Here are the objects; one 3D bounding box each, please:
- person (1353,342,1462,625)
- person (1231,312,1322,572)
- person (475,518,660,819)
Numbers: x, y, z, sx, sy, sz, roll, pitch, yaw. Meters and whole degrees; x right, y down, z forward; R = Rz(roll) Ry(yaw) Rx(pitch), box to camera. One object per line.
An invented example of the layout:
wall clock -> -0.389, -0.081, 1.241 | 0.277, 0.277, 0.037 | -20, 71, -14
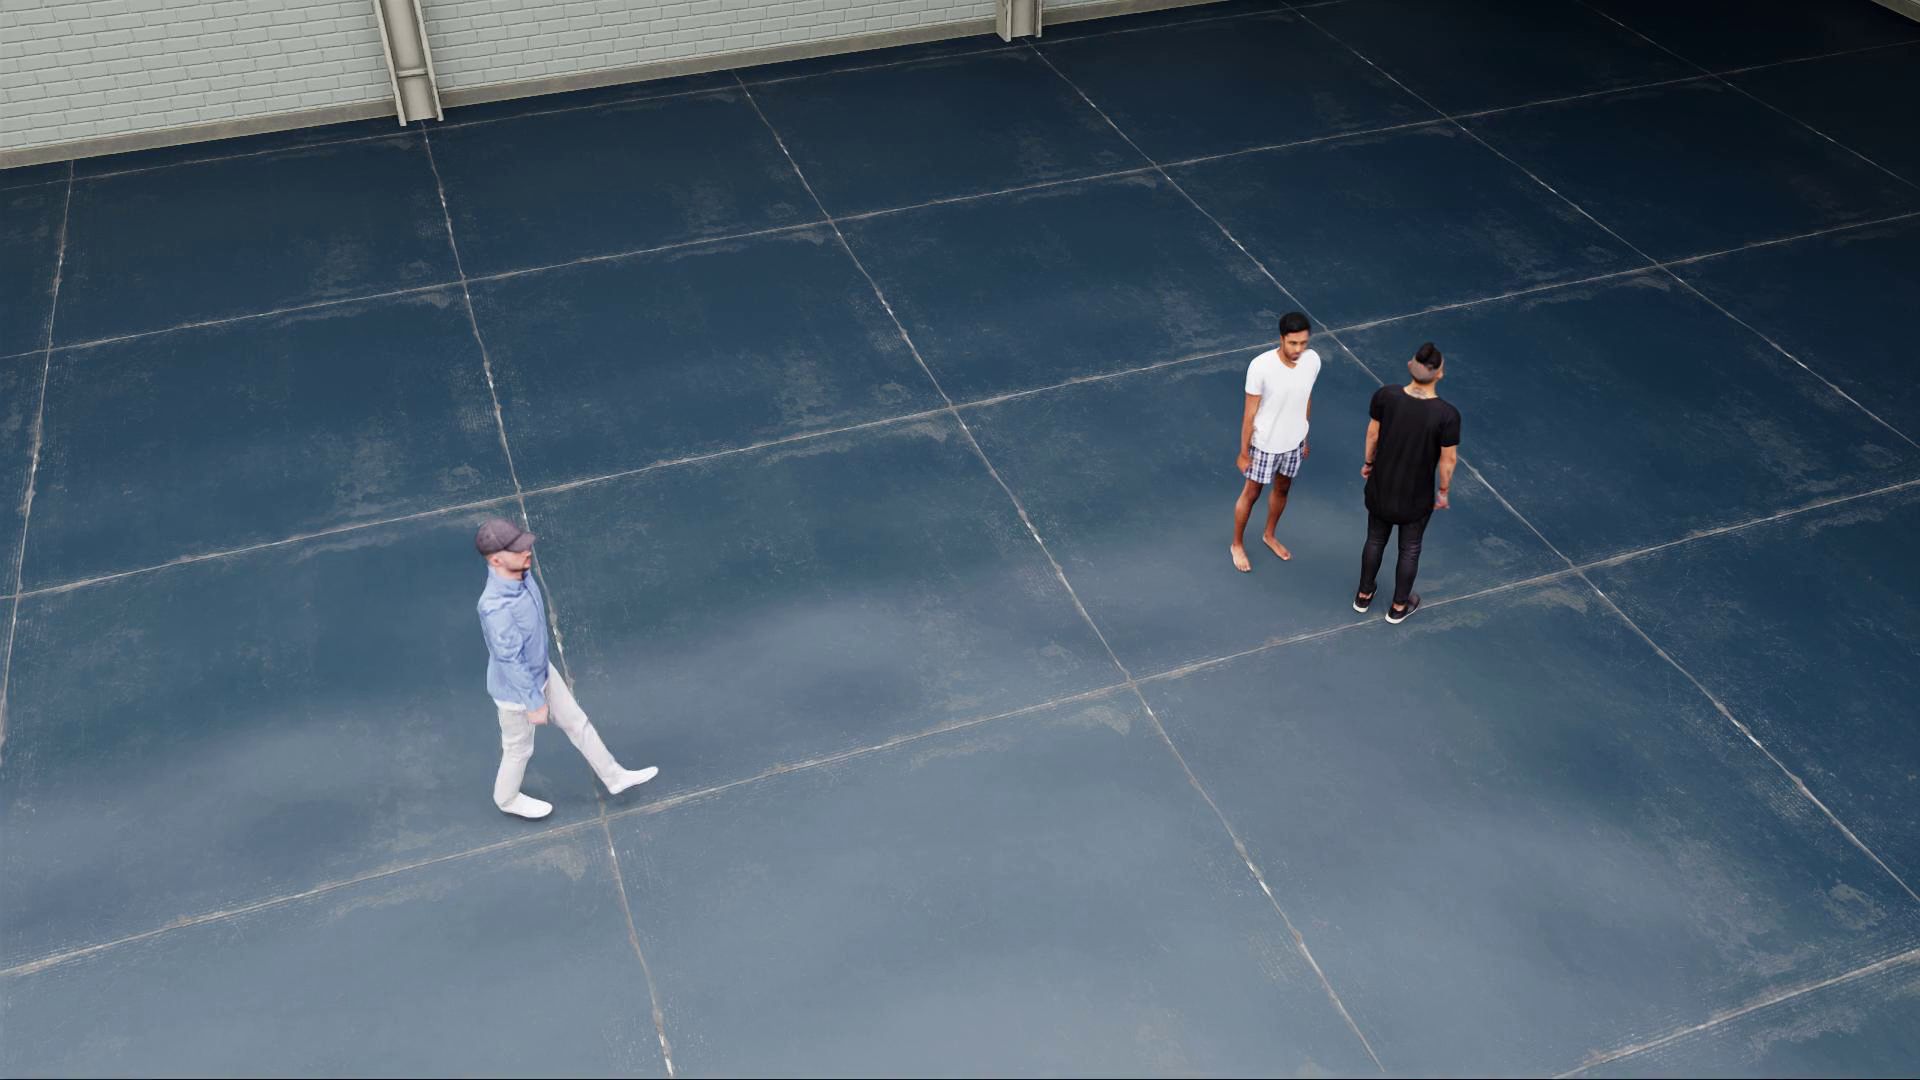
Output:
person -> 2.507, -0.338, 9.383 | 0.776, 1.862, 0.794 | 23, 44, 27
person -> 1.867, -0.604, 9.829 | 0.471, 1.730, 0.707 | -15, 41, -18
person -> -2.210, 0.663, 8.108 | 1.167, 1.856, 0.943 | 1, 38, 2
